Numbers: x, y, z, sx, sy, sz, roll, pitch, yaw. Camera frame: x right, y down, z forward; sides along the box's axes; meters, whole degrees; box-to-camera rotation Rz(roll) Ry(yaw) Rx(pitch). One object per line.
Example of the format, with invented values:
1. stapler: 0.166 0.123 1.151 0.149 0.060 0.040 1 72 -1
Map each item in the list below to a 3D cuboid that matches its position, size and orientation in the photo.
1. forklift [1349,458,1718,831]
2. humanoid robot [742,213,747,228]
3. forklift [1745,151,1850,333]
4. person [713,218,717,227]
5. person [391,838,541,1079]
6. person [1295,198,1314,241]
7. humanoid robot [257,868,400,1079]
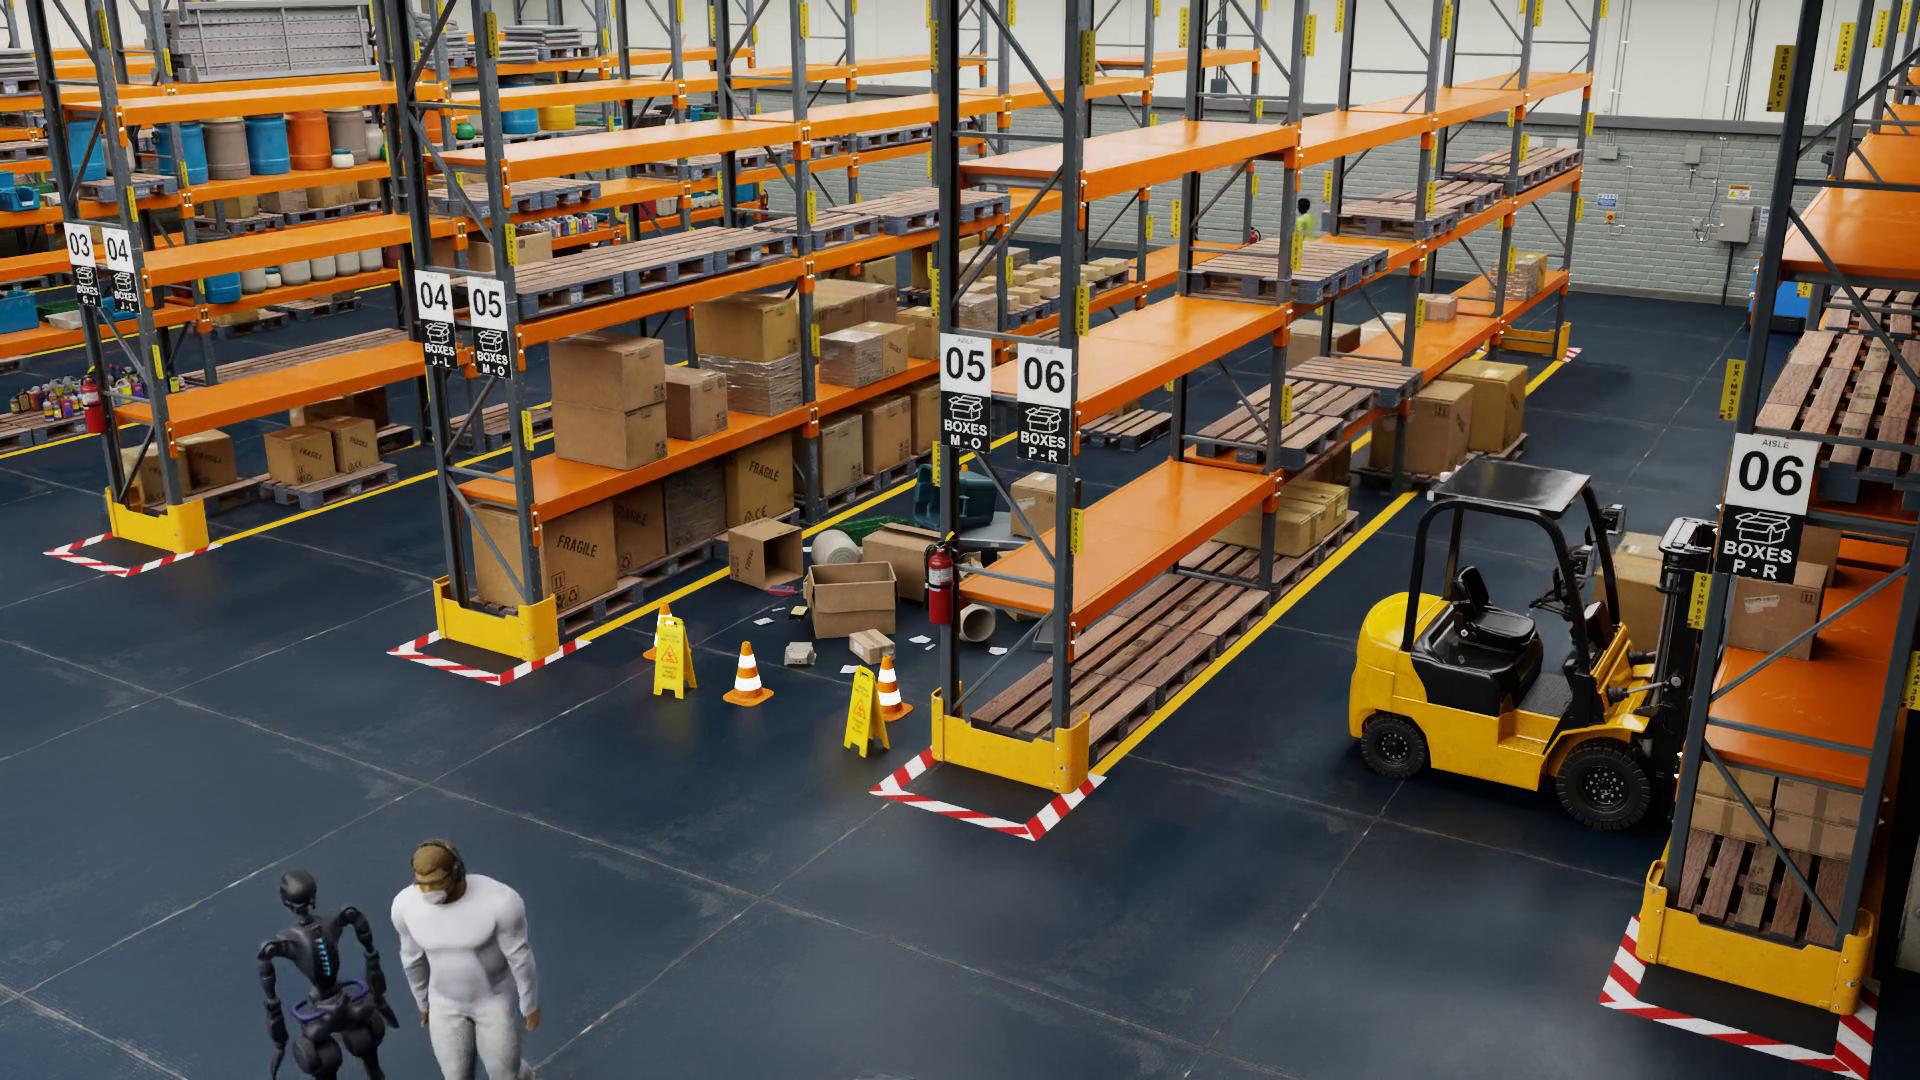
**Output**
1. forklift: 3.988 0.658 11.776 2.313 2.155 1.214 11 22 29
2. humanoid robot: -4.786 -7.329 35.632 0.358 1.650 0.604 12 22 30
3. forklift: 13.620 -4.667 26.137 1.873 2.768 1.129 11 22 29
4. person: -5.059 -7.122 35.066 0.667 1.658 0.379 16 25 39
5. person: -2.299 2.158 7.905 0.638 1.890 0.666 1 19 3
6. person: 6.084 -5.238 29.585 0.383 1.679 0.536 16 25 38
7. humanoid robot: -2.952 2.288 7.867 0.599 1.647 0.360 -16 25 -39
